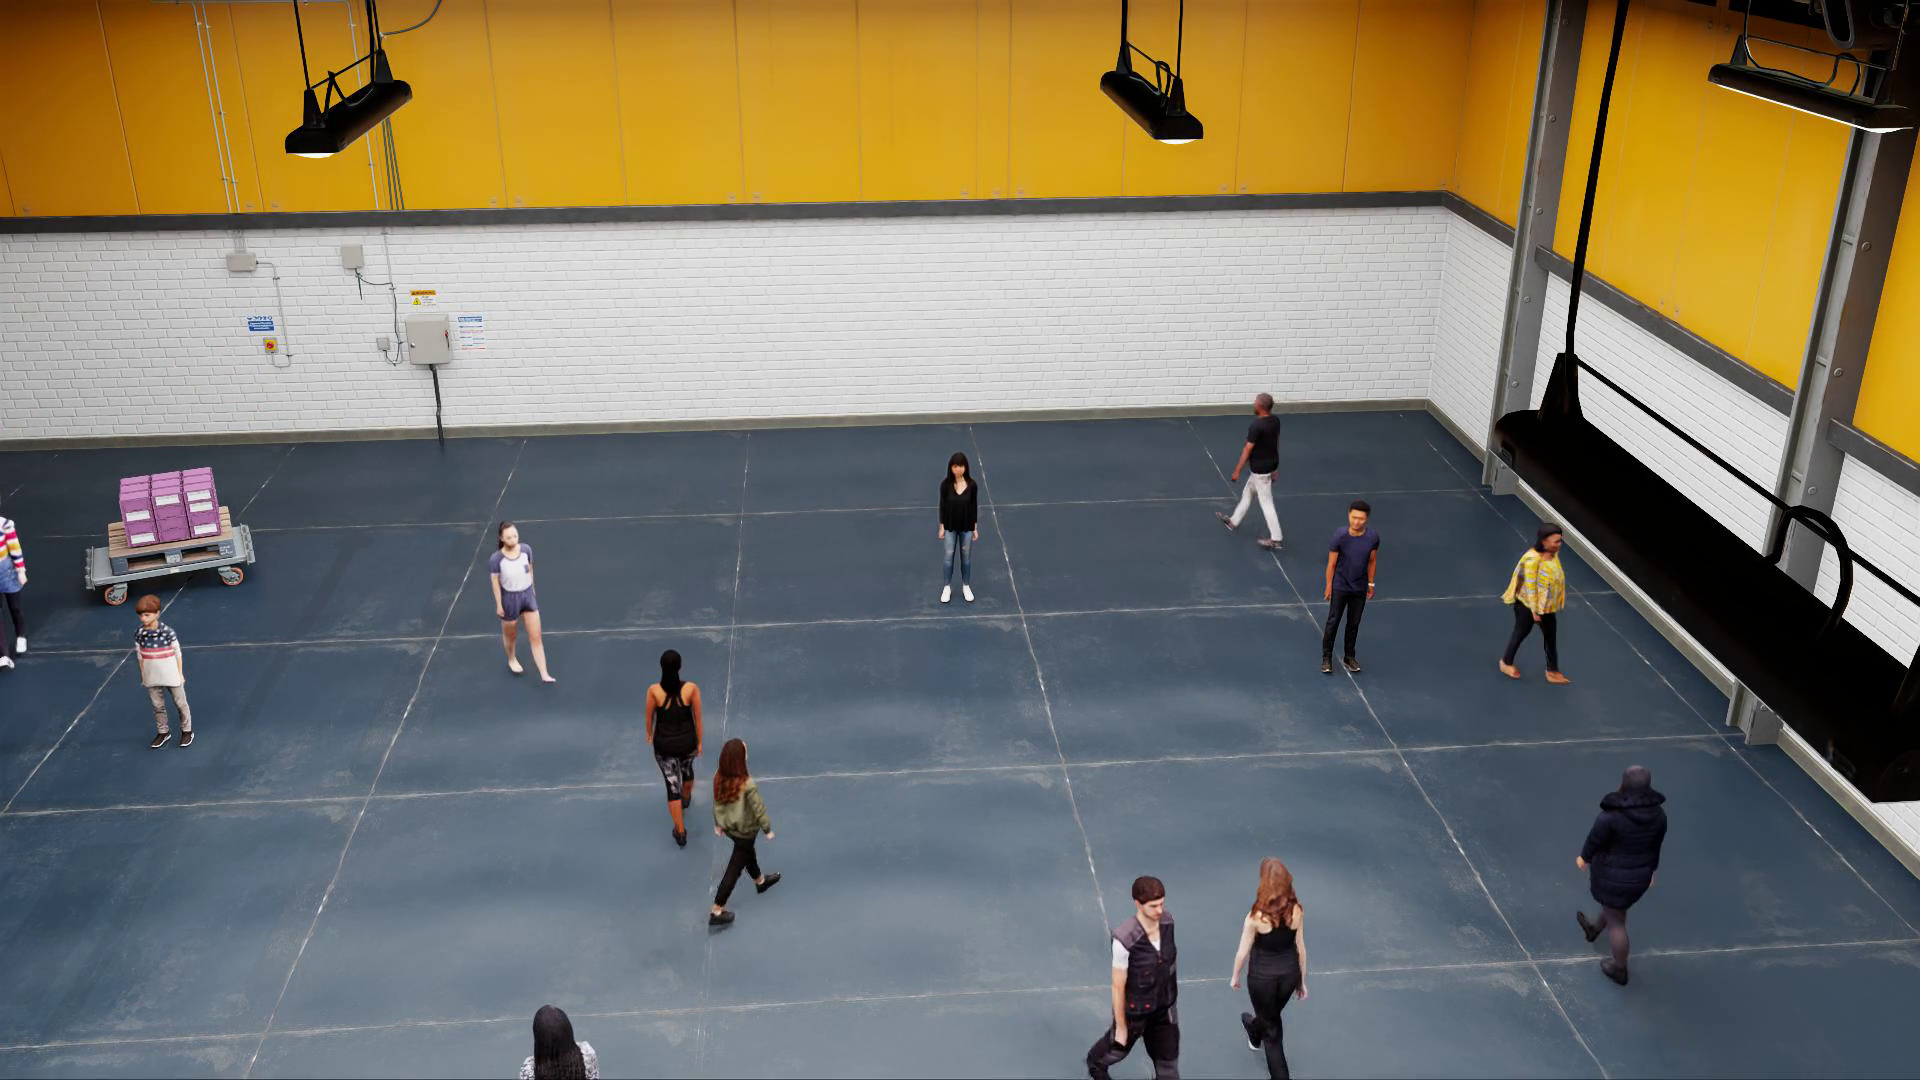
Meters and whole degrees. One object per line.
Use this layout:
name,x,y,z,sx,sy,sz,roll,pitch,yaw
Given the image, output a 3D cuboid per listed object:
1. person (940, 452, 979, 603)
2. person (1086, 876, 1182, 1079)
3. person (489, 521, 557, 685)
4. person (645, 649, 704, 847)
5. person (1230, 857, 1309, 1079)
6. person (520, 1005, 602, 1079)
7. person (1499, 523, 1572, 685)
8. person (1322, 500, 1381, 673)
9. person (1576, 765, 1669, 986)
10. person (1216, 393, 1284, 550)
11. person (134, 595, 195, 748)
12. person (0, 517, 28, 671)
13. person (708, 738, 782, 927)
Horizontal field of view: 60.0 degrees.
person,-0.015,-0.152,17.407,0.554,1.646,0.514,-1,24,-3
person,1.069,2.848,10.345,1.060,1.805,1.296,-15,28,-31
person,-4.250,0.581,15.776,0.959,1.609,1.118,-18,29,-35
person,-2.265,1.667,13.268,0.704,1.628,1.048,-6,24,-14
person,2.004,2.851,10.465,0.739,1.704,1.097,-6,24,-14
person,-2.171,3.389,9.270,0.906,1.675,1.216,-11,26,-24
person,5.361,0.586,15.741,0.982,1.628,1.071,-19,30,-36
person,3.729,0.424,15.914,0.635,1.787,0.517,-1,24,-3
person,4.668,2.375,11.628,0.767,1.645,0.997,-6,24,-14
person,3.445,-0.727,18.588,1.232,1.754,1.183,18,29,35
person,-7.051,1.149,14.690,0.519,1.438,0.467,-1,24,-3
person,-9.310,0.331,16.148,0.875,1.769,1.150,-9,25,-21
person,-1.677,2.184,12.318,1.010,1.441,1.060,19,30,37
